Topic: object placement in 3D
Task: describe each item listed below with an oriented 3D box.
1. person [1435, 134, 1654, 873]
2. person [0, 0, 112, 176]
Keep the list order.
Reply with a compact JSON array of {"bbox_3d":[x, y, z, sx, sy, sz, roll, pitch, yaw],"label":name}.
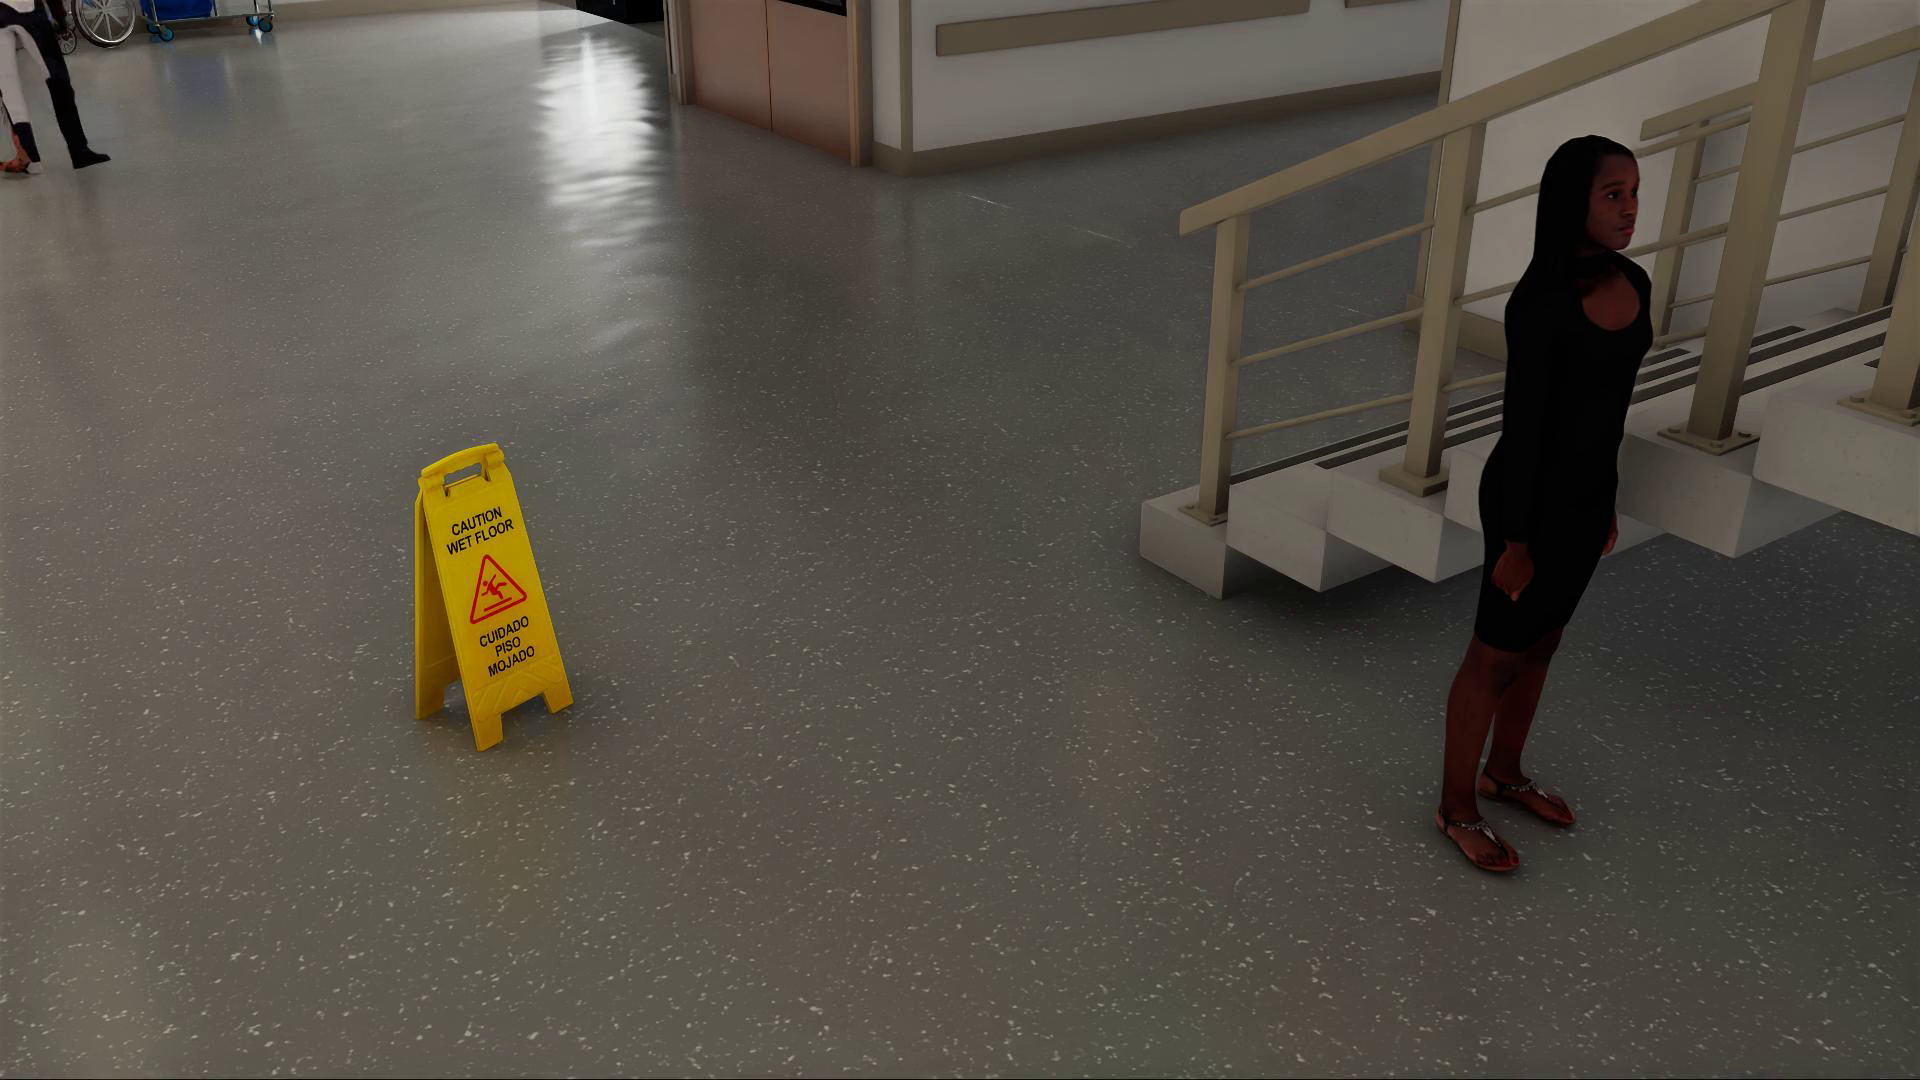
[{"bbox_3d":[1.352,-0.062,3.828,0.633,1.720,0.540,-21,33,-37],"label":"person"},{"bbox_3d":[-5.782,-3.158,10.080,0.678,1.866,0.785,21,33,37],"label":"person"}]
